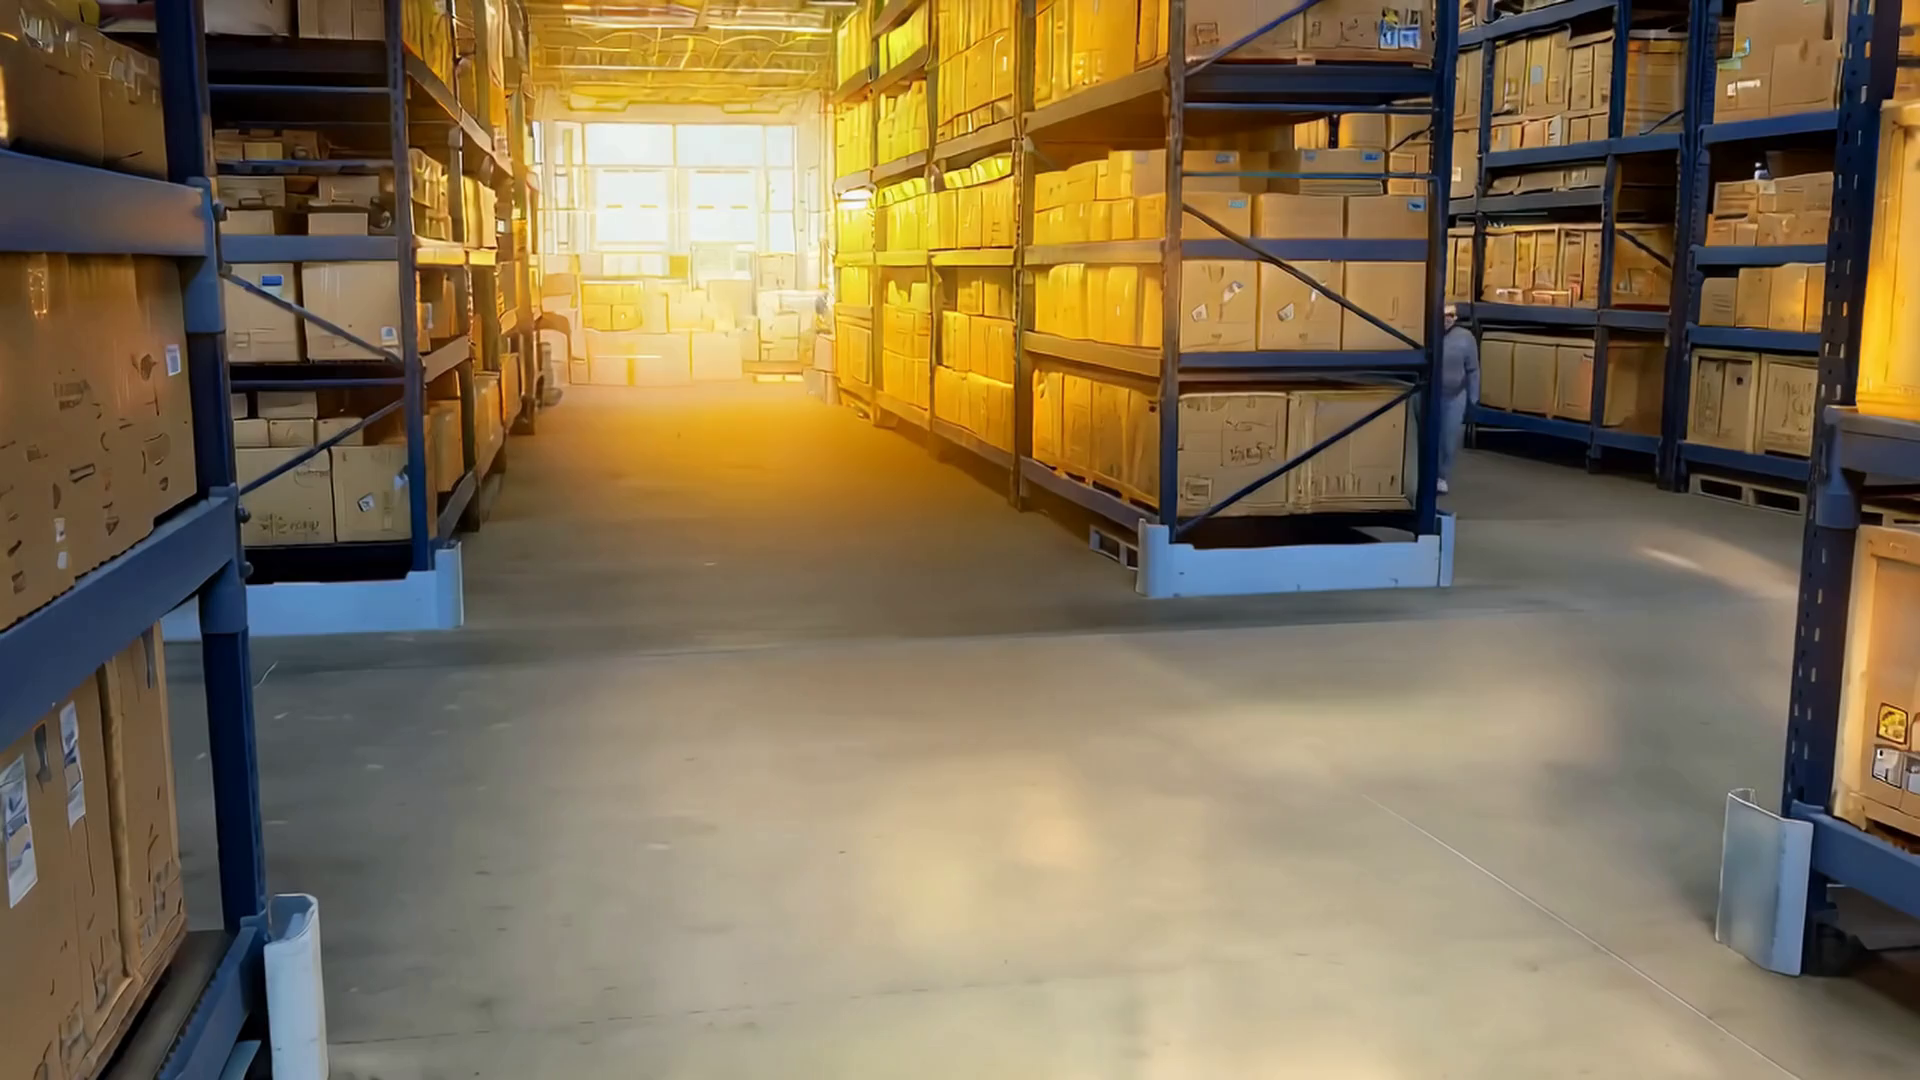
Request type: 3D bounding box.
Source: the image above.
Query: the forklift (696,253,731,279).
[{"bbox_3d":[-6.403,-6.321,43.352,1.129,2.768,1.873,-2,10,-12],"label":"forklift"}]

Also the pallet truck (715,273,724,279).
[{"bbox_3d":[-8.580,-8.986,62.280,1.885,1.965,0.823,1,9,5],"label":"pallet truck"}]

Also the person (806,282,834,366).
[{"bbox_3d":[-2.817,-4.329,34.111,0.524,1.927,0.560,3,10,18],"label":"person"}]

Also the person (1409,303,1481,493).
[{"bbox_3d":[4.706,-1.350,16.126,0.658,1.860,0.954,1,9,7],"label":"person"}]
